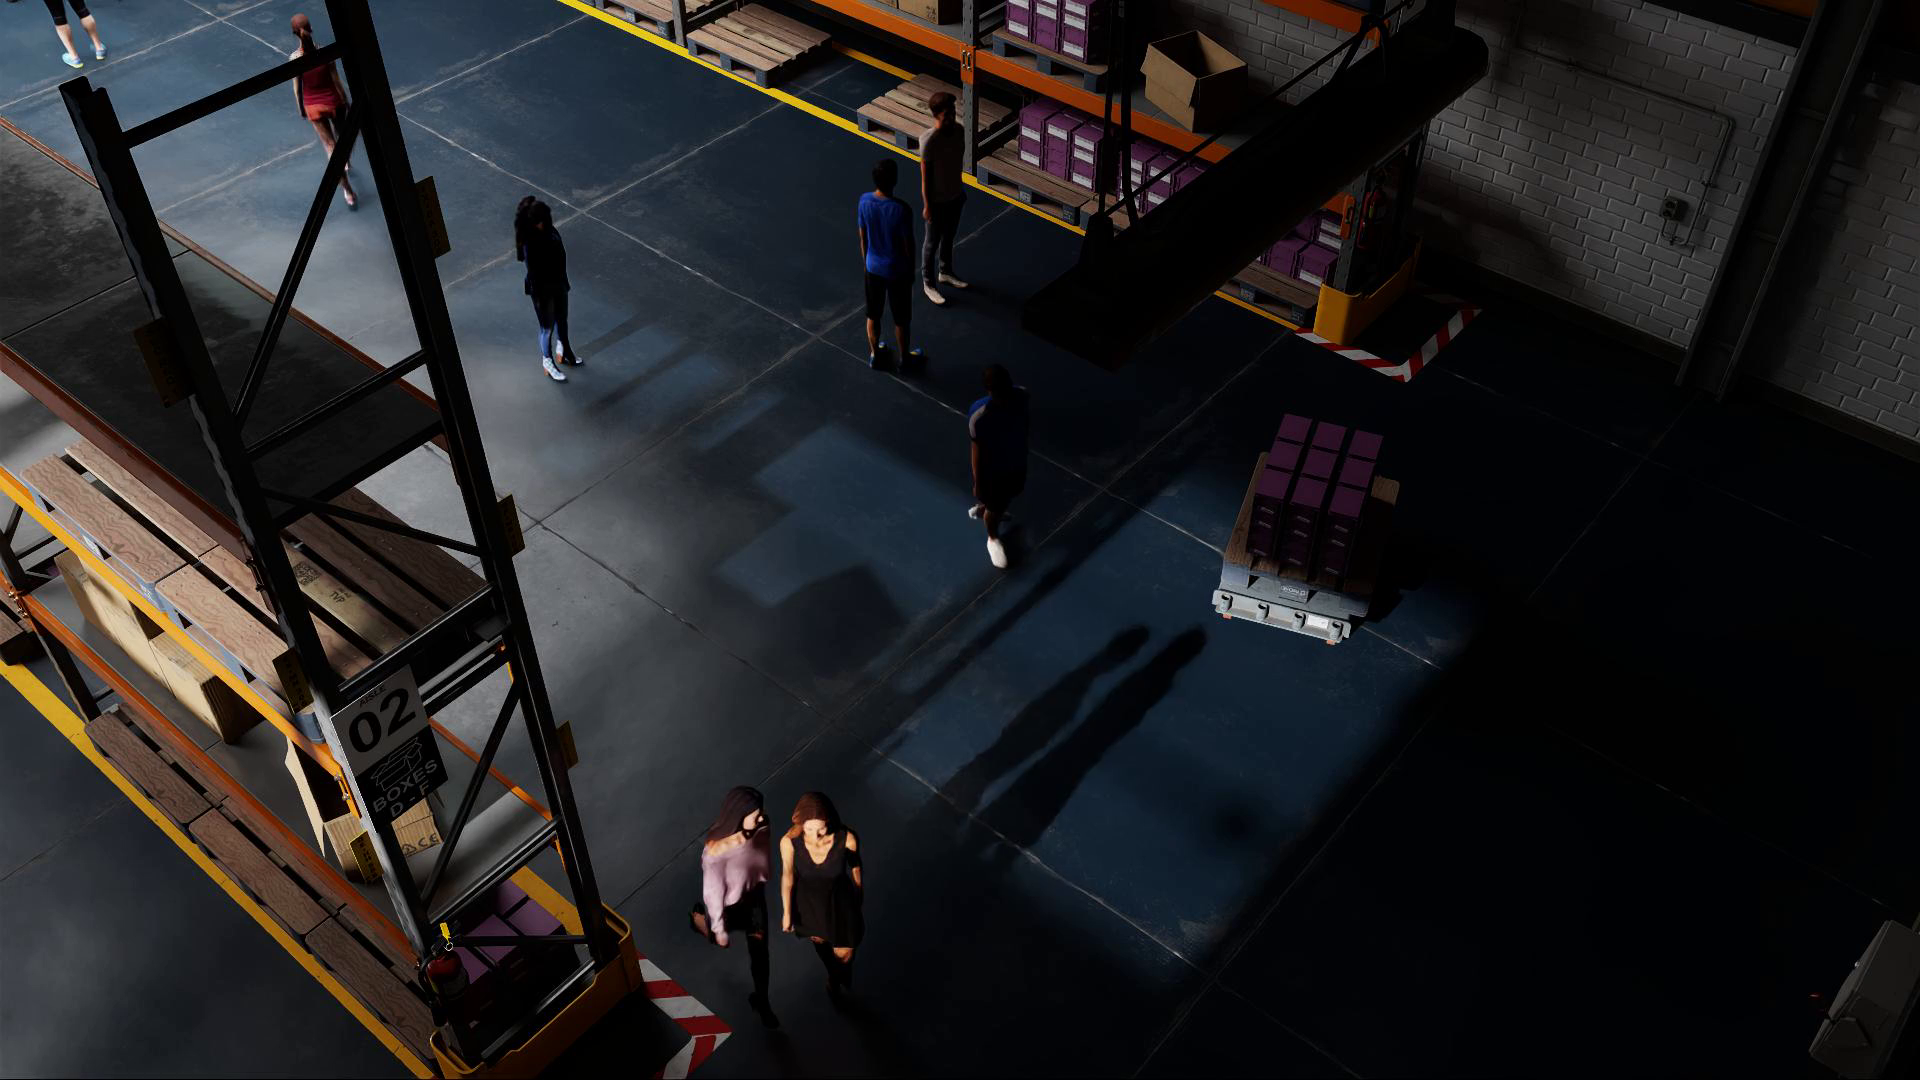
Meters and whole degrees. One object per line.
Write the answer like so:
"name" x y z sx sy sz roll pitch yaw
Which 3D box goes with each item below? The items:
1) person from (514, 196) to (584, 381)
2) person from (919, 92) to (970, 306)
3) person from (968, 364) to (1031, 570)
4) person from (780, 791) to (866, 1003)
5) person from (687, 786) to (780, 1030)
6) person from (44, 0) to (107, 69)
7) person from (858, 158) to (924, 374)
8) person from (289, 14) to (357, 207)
"person" -3.259 -1.993 13.152 0.645 1.619 0.668 16 46 16
"person" -0.148 -2.889 13.890 0.554 1.898 0.657 31 52 29
"person" 0.268 -0.571 11.507 0.878 1.830 0.836 28 50 26
"person" -0.728 1.874 8.944 0.699 1.825 0.765 -1 44 -1
"person" -1.269 1.910 8.950 0.772 1.764 1.125 -26 49 -25
"person" -9.209 -5.747 16.897 0.698 1.888 0.637 -30 51 -27
"person" -0.578 -2.148 13.134 0.607 1.868 0.738 15 46 16
"person" -5.732 -3.854 15.044 0.885 1.703 1.197 -19 47 -19
